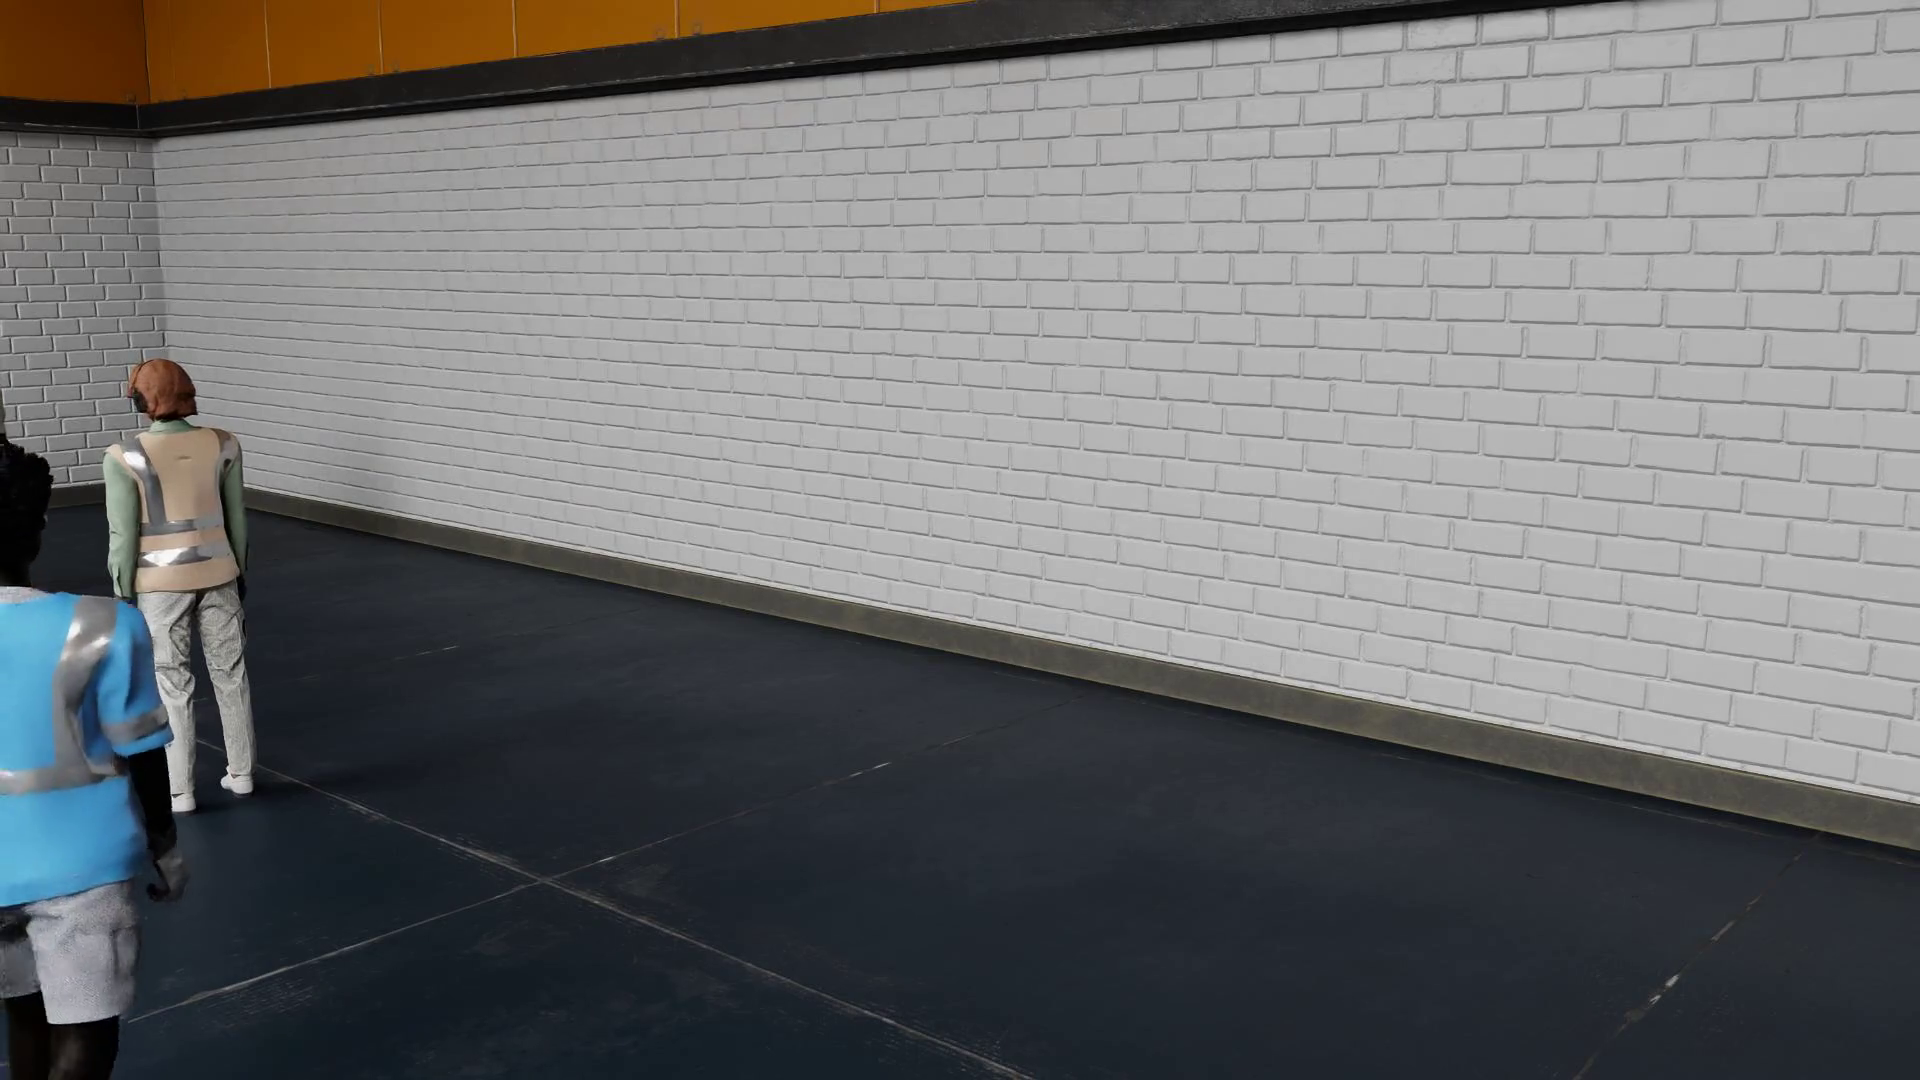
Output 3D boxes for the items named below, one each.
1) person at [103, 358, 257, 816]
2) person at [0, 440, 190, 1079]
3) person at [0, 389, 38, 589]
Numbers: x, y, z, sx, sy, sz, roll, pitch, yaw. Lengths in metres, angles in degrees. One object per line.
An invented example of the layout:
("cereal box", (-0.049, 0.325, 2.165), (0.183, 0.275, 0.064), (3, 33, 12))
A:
("person", (-2.783, 0.169, 5.960), (0.310, 1.640, 0.514), (7, 12, 36))
("person", (-1.790, 0.645, 3.171), (0.524, 1.667, 0.829), (-1, 10, -6))
("person", (-5.657, -0.630, 9.495), (0.610, 1.996, 0.386), (5, 11, 26))
